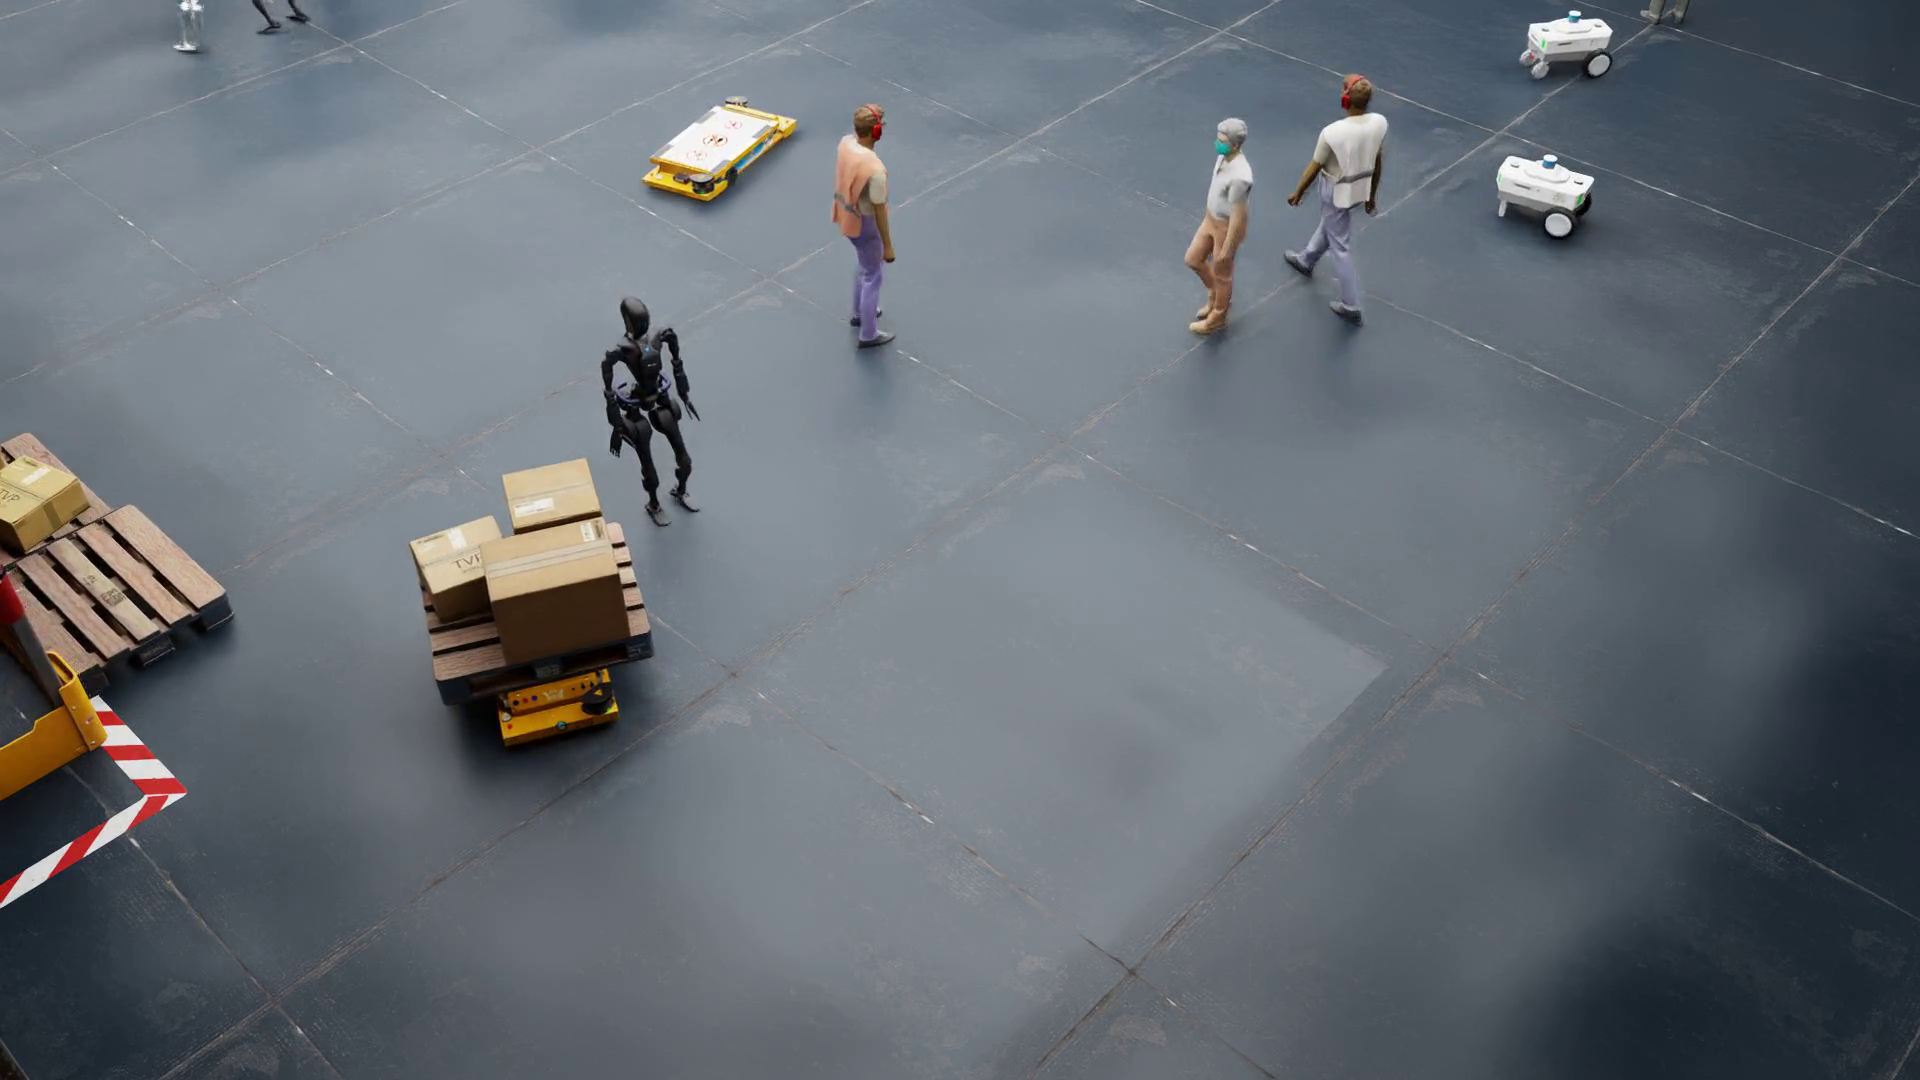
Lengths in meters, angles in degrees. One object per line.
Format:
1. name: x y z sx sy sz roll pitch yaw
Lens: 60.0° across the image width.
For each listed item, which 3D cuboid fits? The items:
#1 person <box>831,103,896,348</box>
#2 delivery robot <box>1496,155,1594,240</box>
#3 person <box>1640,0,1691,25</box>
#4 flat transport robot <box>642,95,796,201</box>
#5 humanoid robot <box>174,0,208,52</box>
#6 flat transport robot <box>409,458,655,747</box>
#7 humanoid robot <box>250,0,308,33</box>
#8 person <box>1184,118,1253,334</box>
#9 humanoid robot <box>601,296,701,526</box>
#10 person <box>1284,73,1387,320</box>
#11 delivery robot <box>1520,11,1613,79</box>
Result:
1. person: -0.683 -2.217 11.828 0.416 1.829 0.633 -19 45 -20
2. delivery robot: 4.743 -2.810 13.450 0.786 0.614 0.523 22 46 22
3. person: 6.918 -5.804 15.798 0.563 1.846 0.395 -1 42 -1
4. flat transport robot: -2.053 -3.368 14.270 0.659 0.231 1.431 19 45 20
5. humanoid robot: -7.303 -5.368 15.441 0.539 1.836 0.725 -26 48 -26
6. flat transport robot: -2.483 0.588 9.873 0.659 0.231 1.431 -13 44 -14
7. humanoid robot: -6.653 -5.630 15.737 0.512 1.632 0.613 -2 42 -2
8. person: 1.849 -2.229 11.903 0.387 1.737 0.504 -8 43 -9
9. humanoid robot: -1.919 -0.795 10.349 0.616 1.649 0.351 -29 49 -28
10. person: 2.791 -2.558 12.234 0.577 1.789 0.993 -23 47 -24
11. delivery robot: 5.651 -4.611 15.430 0.773 0.586 0.499 -7 42 -7
